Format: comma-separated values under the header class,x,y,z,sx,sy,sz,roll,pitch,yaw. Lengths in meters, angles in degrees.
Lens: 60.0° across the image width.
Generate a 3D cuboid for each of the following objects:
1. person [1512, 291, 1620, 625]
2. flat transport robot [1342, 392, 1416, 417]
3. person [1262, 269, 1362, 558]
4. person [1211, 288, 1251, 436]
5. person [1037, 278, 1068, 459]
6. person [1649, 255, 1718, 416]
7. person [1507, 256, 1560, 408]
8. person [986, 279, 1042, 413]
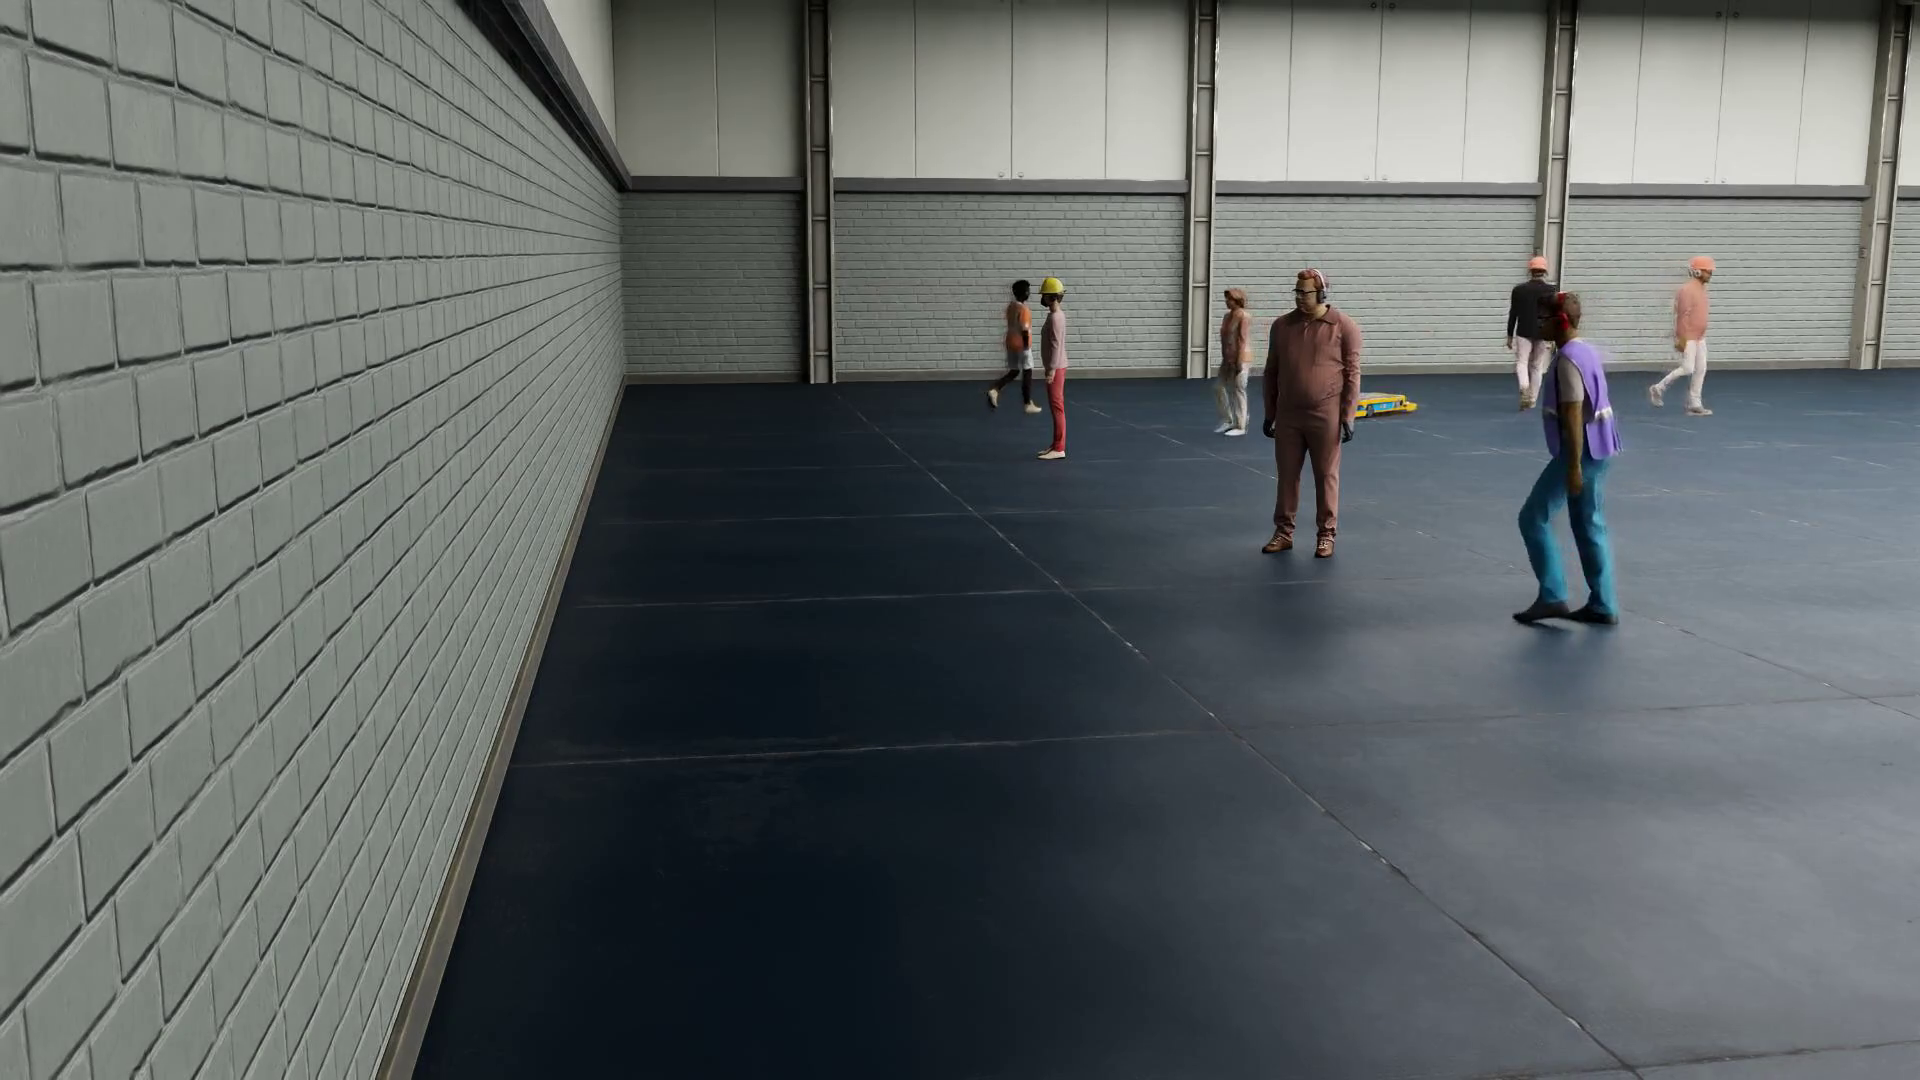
class,x,y,z,sx,sy,sz,roll,pitch,yaw
person,3.301,-0.430,9.007,0.601,1.806,0.584,5,11,29
flat transport robot,5.003,-1.692,20.673,1.431,0.197,0.652,-9,14,-43
person,2.308,-0.833,11.036,0.651,1.904,0.401,6,11,30
person,2.950,-1.938,18.174,0.454,1.620,0.546,-3,10,-19
person,0.898,-1.670,16.247,0.311,1.768,0.531,1,10,4
person,8.967,-2.517,20.506,0.621,1.971,0.661,-8,12,-38
person,7.331,-2.642,21.262,0.622,1.968,0.802,3,10,16
person,0.693,-2.407,20.720,0.641,1.680,0.538,-5,11,-25
